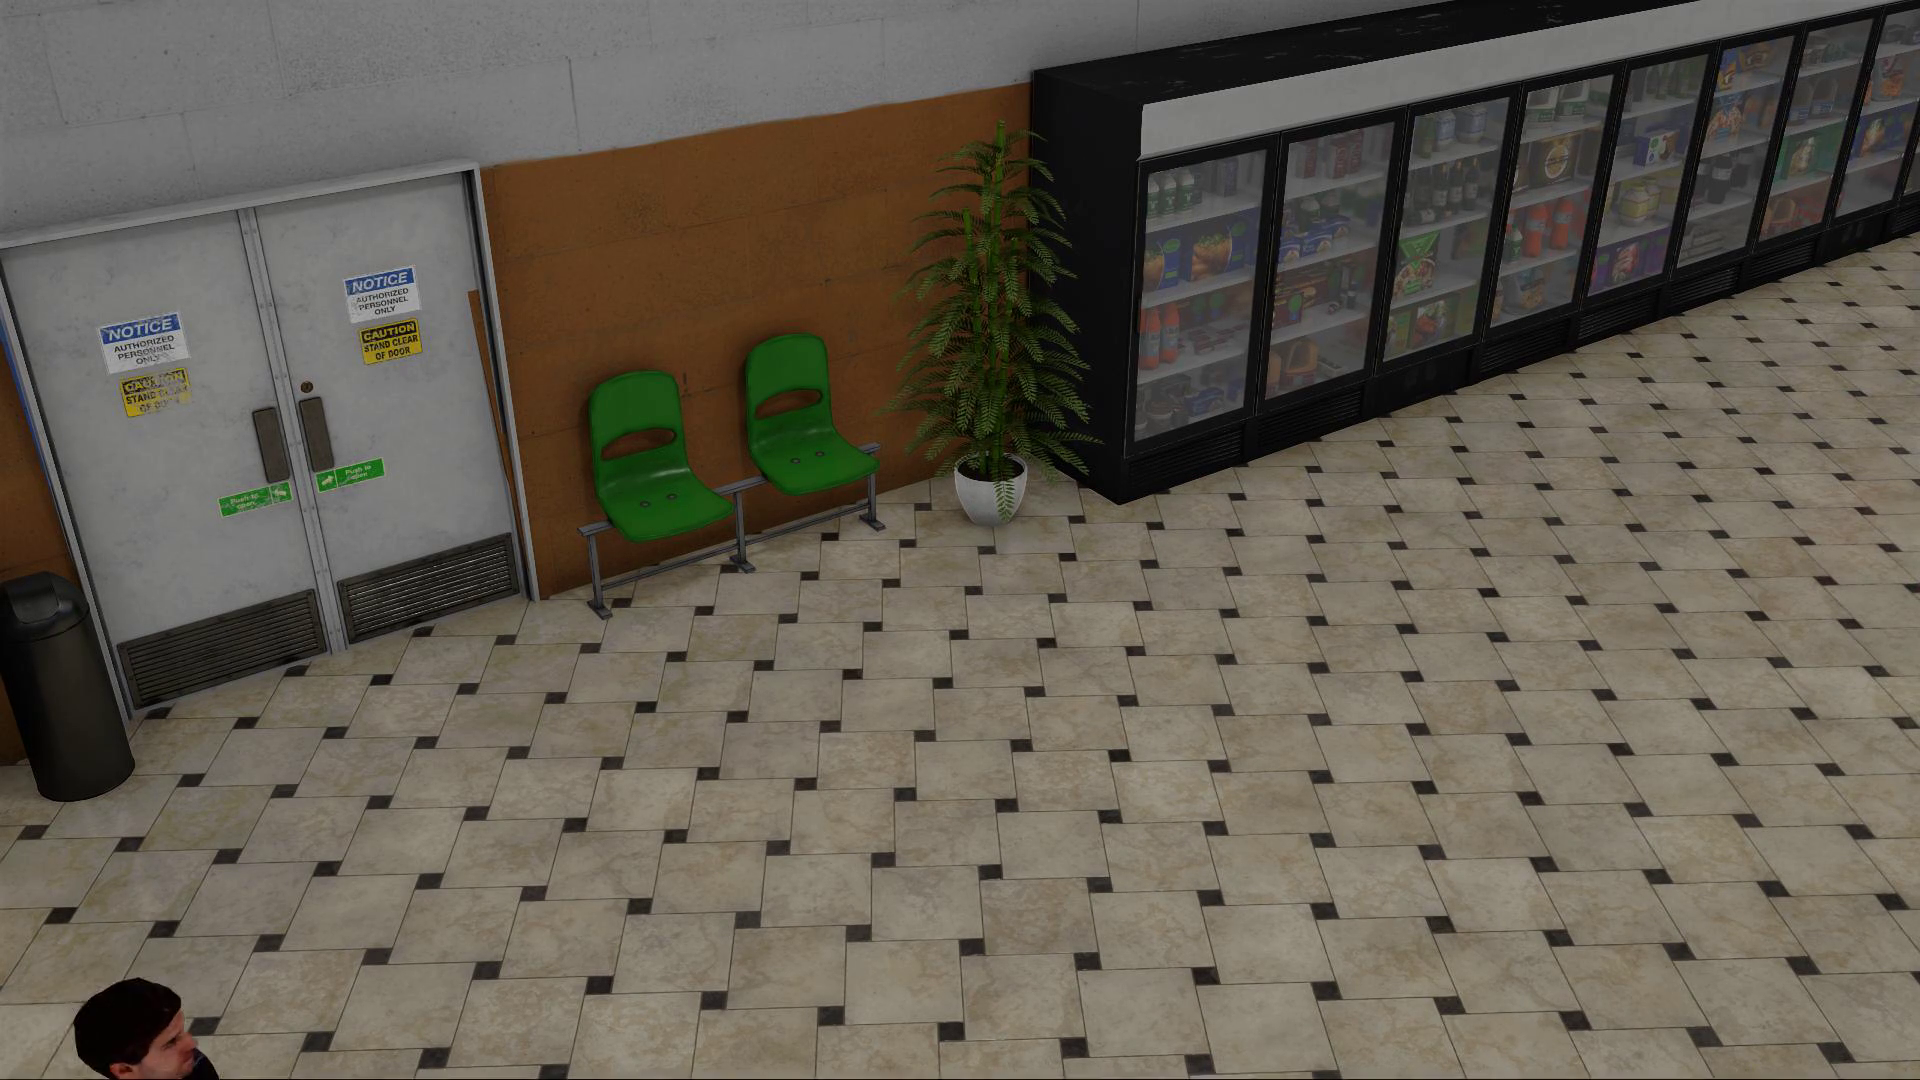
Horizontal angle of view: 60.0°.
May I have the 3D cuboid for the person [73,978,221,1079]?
[{"bbox_3d":[-1.901,1.791,3.999,1.079,1.823,1.142,-2,29,-4],"label":"person"}]
